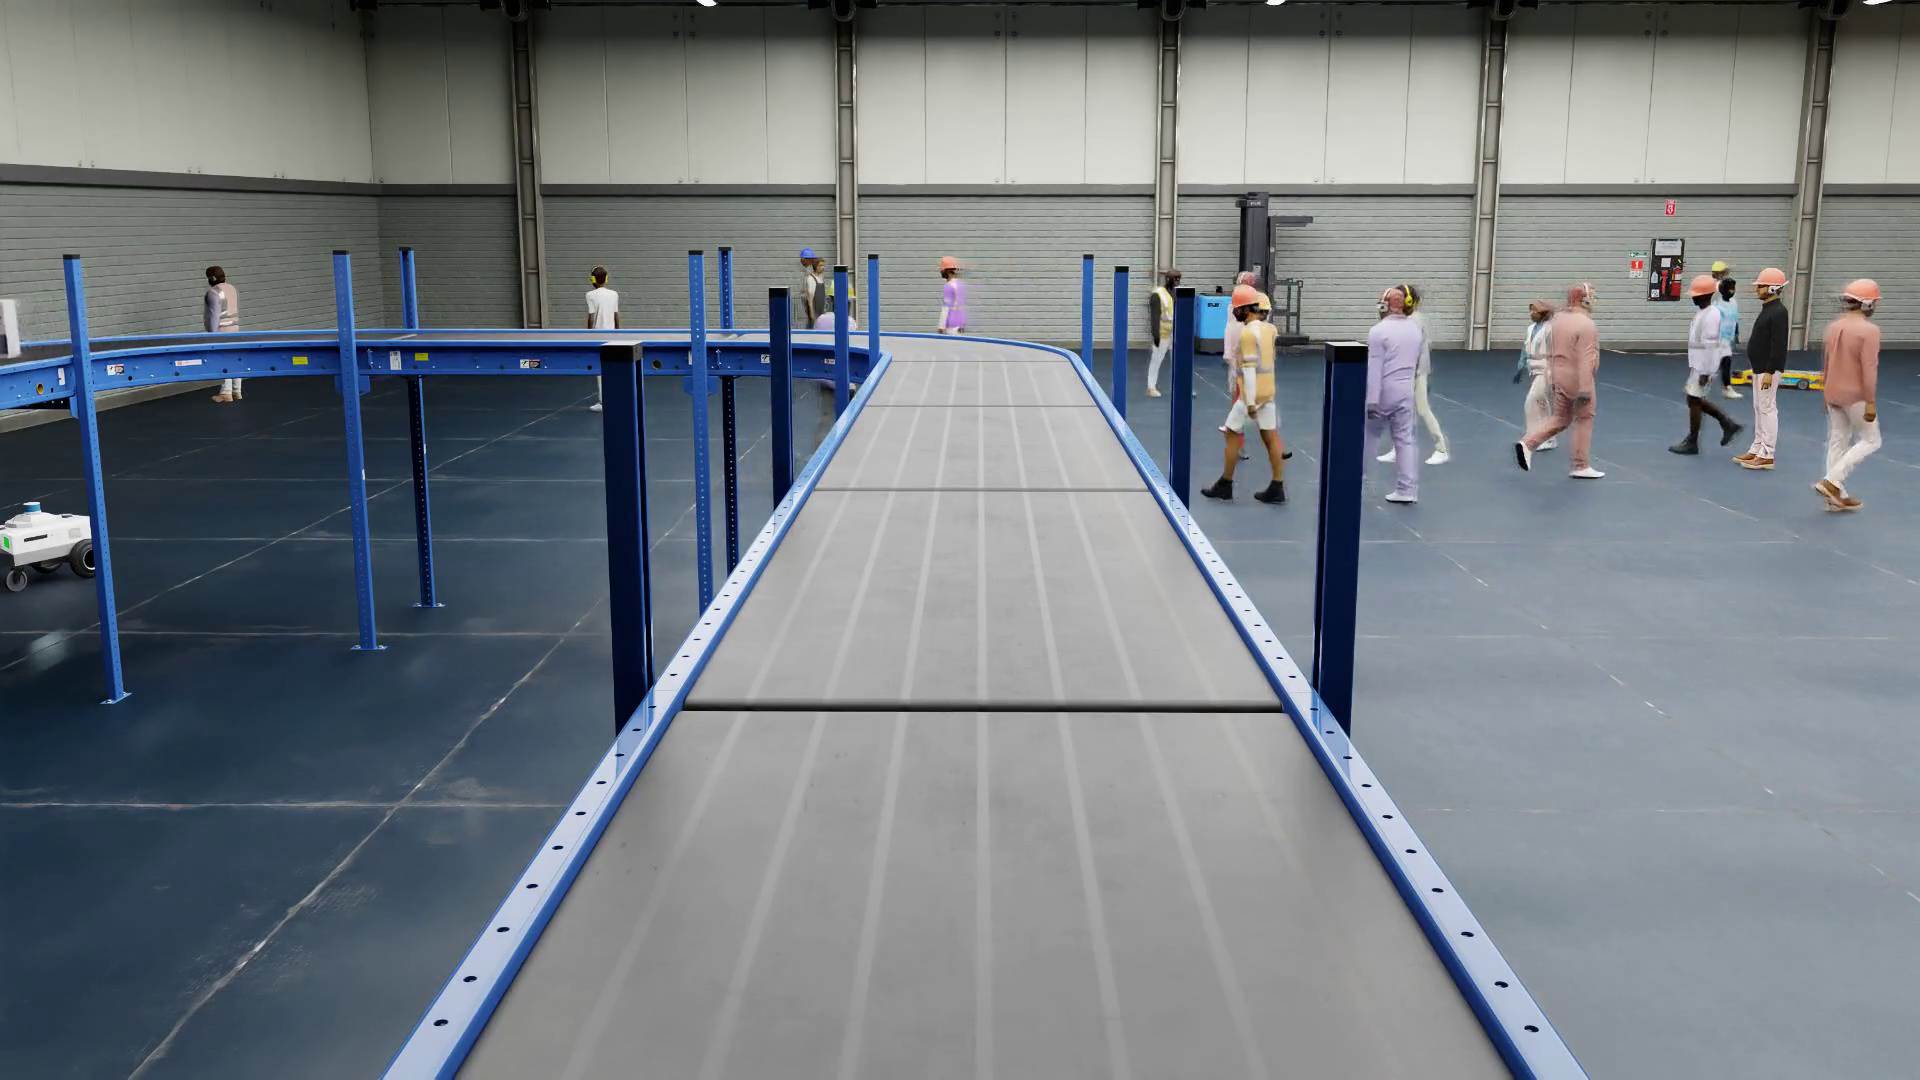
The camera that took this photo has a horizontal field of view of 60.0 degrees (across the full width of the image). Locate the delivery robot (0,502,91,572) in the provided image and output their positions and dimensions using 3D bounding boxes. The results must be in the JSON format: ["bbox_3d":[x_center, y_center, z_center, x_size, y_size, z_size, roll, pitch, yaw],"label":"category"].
[{"bbox_3d":[-6.404,-0.018,11.514,0.477,0.478,0.707,5,12,23],"label":"delivery robot"}]

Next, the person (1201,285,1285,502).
[{"bbox_3d":[2.523,-1.292,14.720,0.871,1.893,0.591,8,14,35],"label":"person"}]

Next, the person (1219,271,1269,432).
[{"bbox_3d":[3.314,-2.137,19.109,0.764,1.886,0.649,10,15,42],"label":"person"}]

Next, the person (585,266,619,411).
[{"bbox_3d":[-4.651,-2.616,21.623,0.309,1.864,0.535,10,15,41],"label":"person"}]

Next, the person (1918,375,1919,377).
[{"bbox_3d":[15.496,-3.369,26.156,0.743,1.605,0.509,-5,12,-22],"label":"person"}]

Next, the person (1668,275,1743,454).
[{"bbox_3d":[7.942,-1.847,17.586,0.637,1.904,0.547,2,11,12],"label":"person"}]

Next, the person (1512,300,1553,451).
[{"bbox_3d":[6.151,-1.749,17.812,0.625,1.617,0.530,-1,11,-6],"label":"person"}]

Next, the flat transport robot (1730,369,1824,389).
[{"bbox_3d":[12.320,-2.410,24.781,1.431,0.197,0.652,10,15,41],"label":"flat transport robot"}]

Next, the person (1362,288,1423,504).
[{"bbox_3d":[3.708,-1.284,14.743,0.662,1.875,0.880,-7,13,-32],"label":"person"}]

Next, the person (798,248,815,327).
[{"bbox_3d":[-2.659,-4.181,29.449,0.401,1.949,0.605,-1,11,-4],"label":"person"}]

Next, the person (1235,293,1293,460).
[{"bbox_3d":[3.061,-1.654,17.030,0.546,1.717,0.872,-5,12,-23],"label":"person"}]

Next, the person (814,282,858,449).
[{"bbox_3d":[-1.089,-1.546,16.018,0.621,1.897,0.807,11,15,43],"label":"person"}]

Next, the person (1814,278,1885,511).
[{"bbox_3d":[7.574,-1.220,14.135,0.440,1.983,0.638,-2,11,-9],"label":"person"}]

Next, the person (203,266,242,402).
[{"bbox_3d":[-10.102,-2.821,22.756,0.429,1.838,0.622,1,11,6],"label":"person"}]

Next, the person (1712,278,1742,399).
[{"bbox_3d":[10.609,-2.835,23.283,0.529,1.661,0.843,-9,14,-38],"label":"person"}]

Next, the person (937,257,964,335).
[{"bbox_3d":[-0.253,-3.168,24.324,0.780,1.913,0.571,3,11,14],"label":"person"}]

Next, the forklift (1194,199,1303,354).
[{"bbox_3d":[5.313,-4.851,30.603,1.873,2.768,1.129,0,11,1],"label":"forklift"}]

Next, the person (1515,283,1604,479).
[{"bbox_3d":[5.838,-1.527,15.993,0.756,1.882,0.651,-2,11,-8],"label":"person"}]

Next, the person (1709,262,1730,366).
[{"bbox_3d":[12.756,-3.842,28.248,0.552,1.725,0.850,-9,14,-40],"label":"person"}]

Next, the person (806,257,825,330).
[{"bbox_3d":[-2.520,-3.918,28.420,0.757,1.819,0.515,5,12,26],"label":"person"}]

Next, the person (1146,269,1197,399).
[{"bbox_3d":[2.903,-2.844,22.999,0.654,1.789,0.976,-6,12,-27],"label":"person"}]

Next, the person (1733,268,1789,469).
[{"bbox_3d":[8.075,-1.722,16.692,0.379,1.996,0.611,3,11,14],"label":"person"}]

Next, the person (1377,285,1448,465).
[{"bbox_3d":[4.710,-1.688,17.019,0.709,1.823,0.536,0,11,-1],"label":"person"}]
